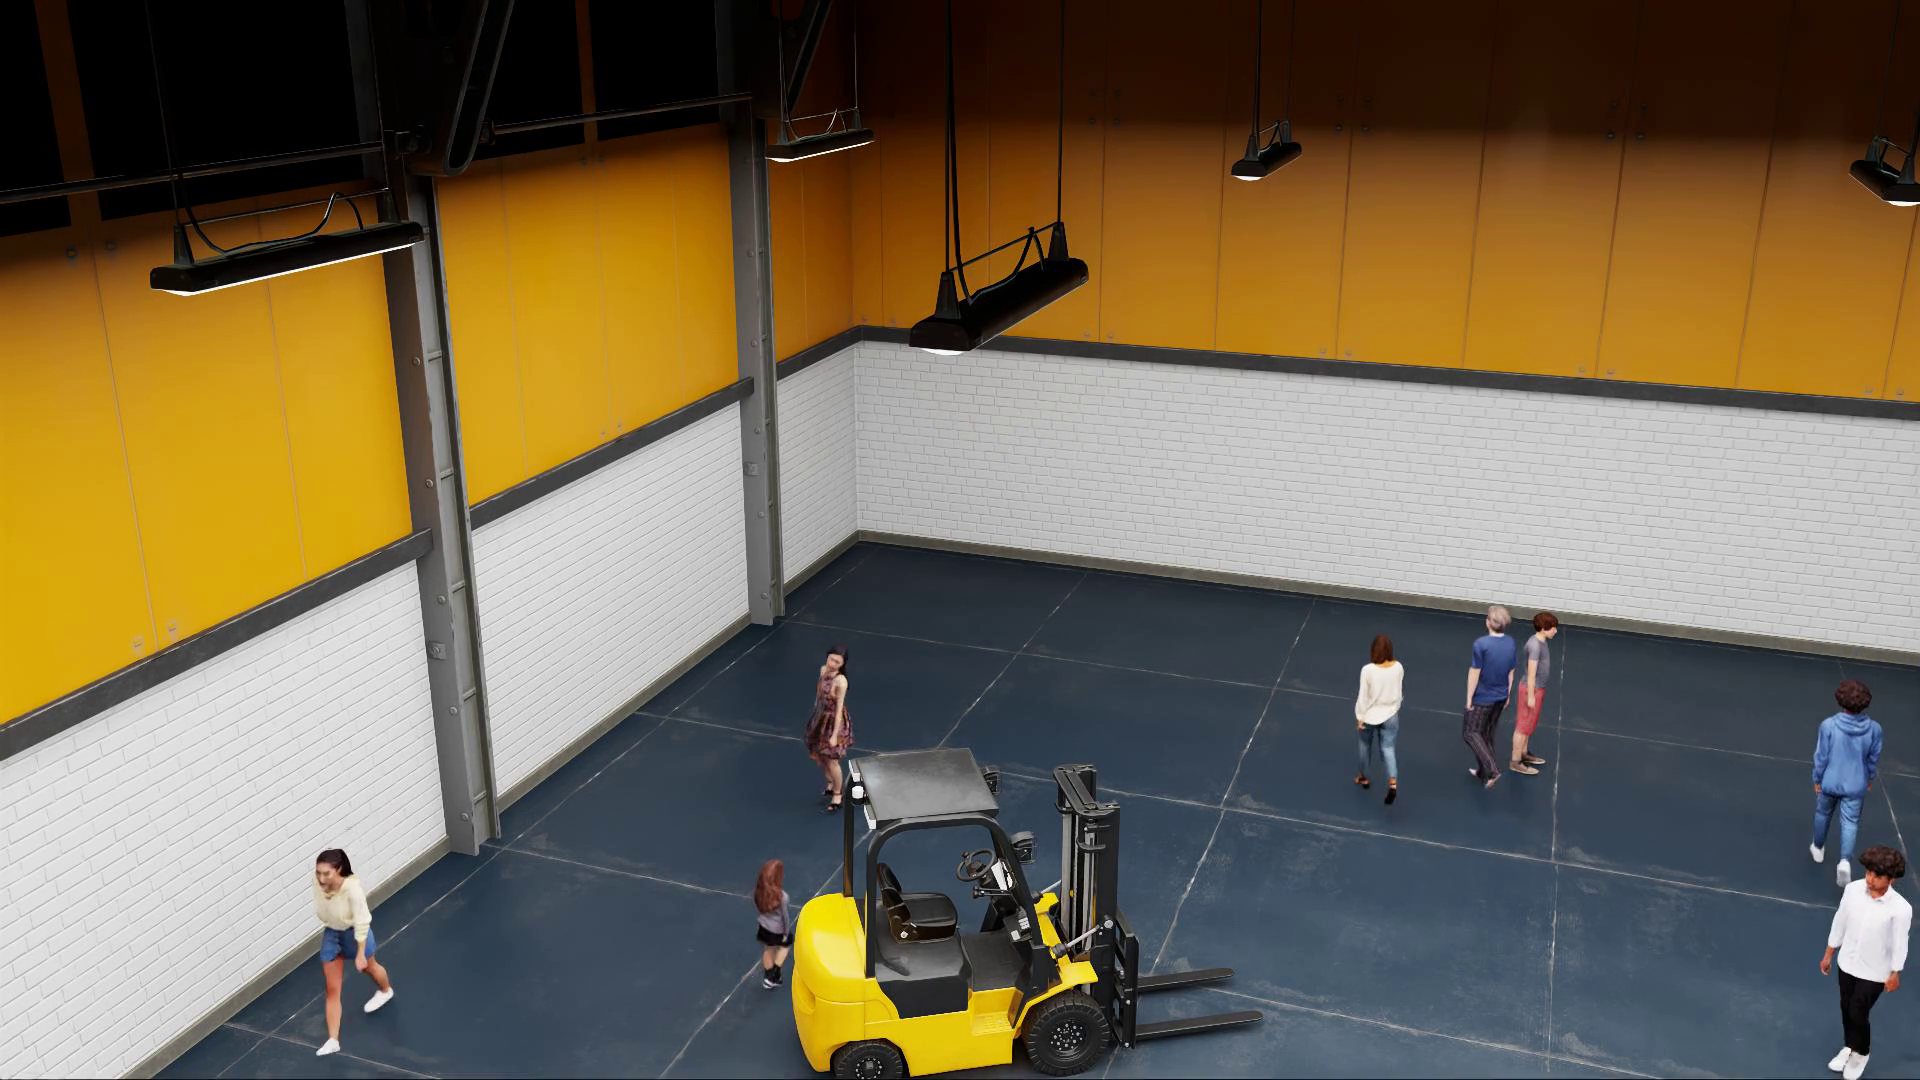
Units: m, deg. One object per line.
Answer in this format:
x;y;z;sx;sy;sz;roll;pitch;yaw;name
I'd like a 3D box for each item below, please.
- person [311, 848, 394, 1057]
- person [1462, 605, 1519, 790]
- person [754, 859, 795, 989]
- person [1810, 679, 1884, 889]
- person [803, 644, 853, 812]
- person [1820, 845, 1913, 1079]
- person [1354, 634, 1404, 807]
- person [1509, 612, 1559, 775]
-4.474;2.927;12.281;0.707;1.558;1.175;6;20;18;person
5.098;1.553;15.905;0.938;1.849;1.023;-5;19;-16;person
-1.475;2.986;12.836;0.516;1.093;0.544;10;21;28;person
7.649;2.105;14.370;0.721;1.783;1.093;8;20;23;person
-1.210;1.768;15.456;0.873;1.728;0.838;-8;20;-23;person
6.468;2.964;11.795;0.796;1.798;0.740;-9;21;-25;person
3.996;1.710;15.732;0.892;1.662;1.114;-2;19;-6;person
5.645;1.484;16.426;0.671;1.648;0.523;11;21;29;person
